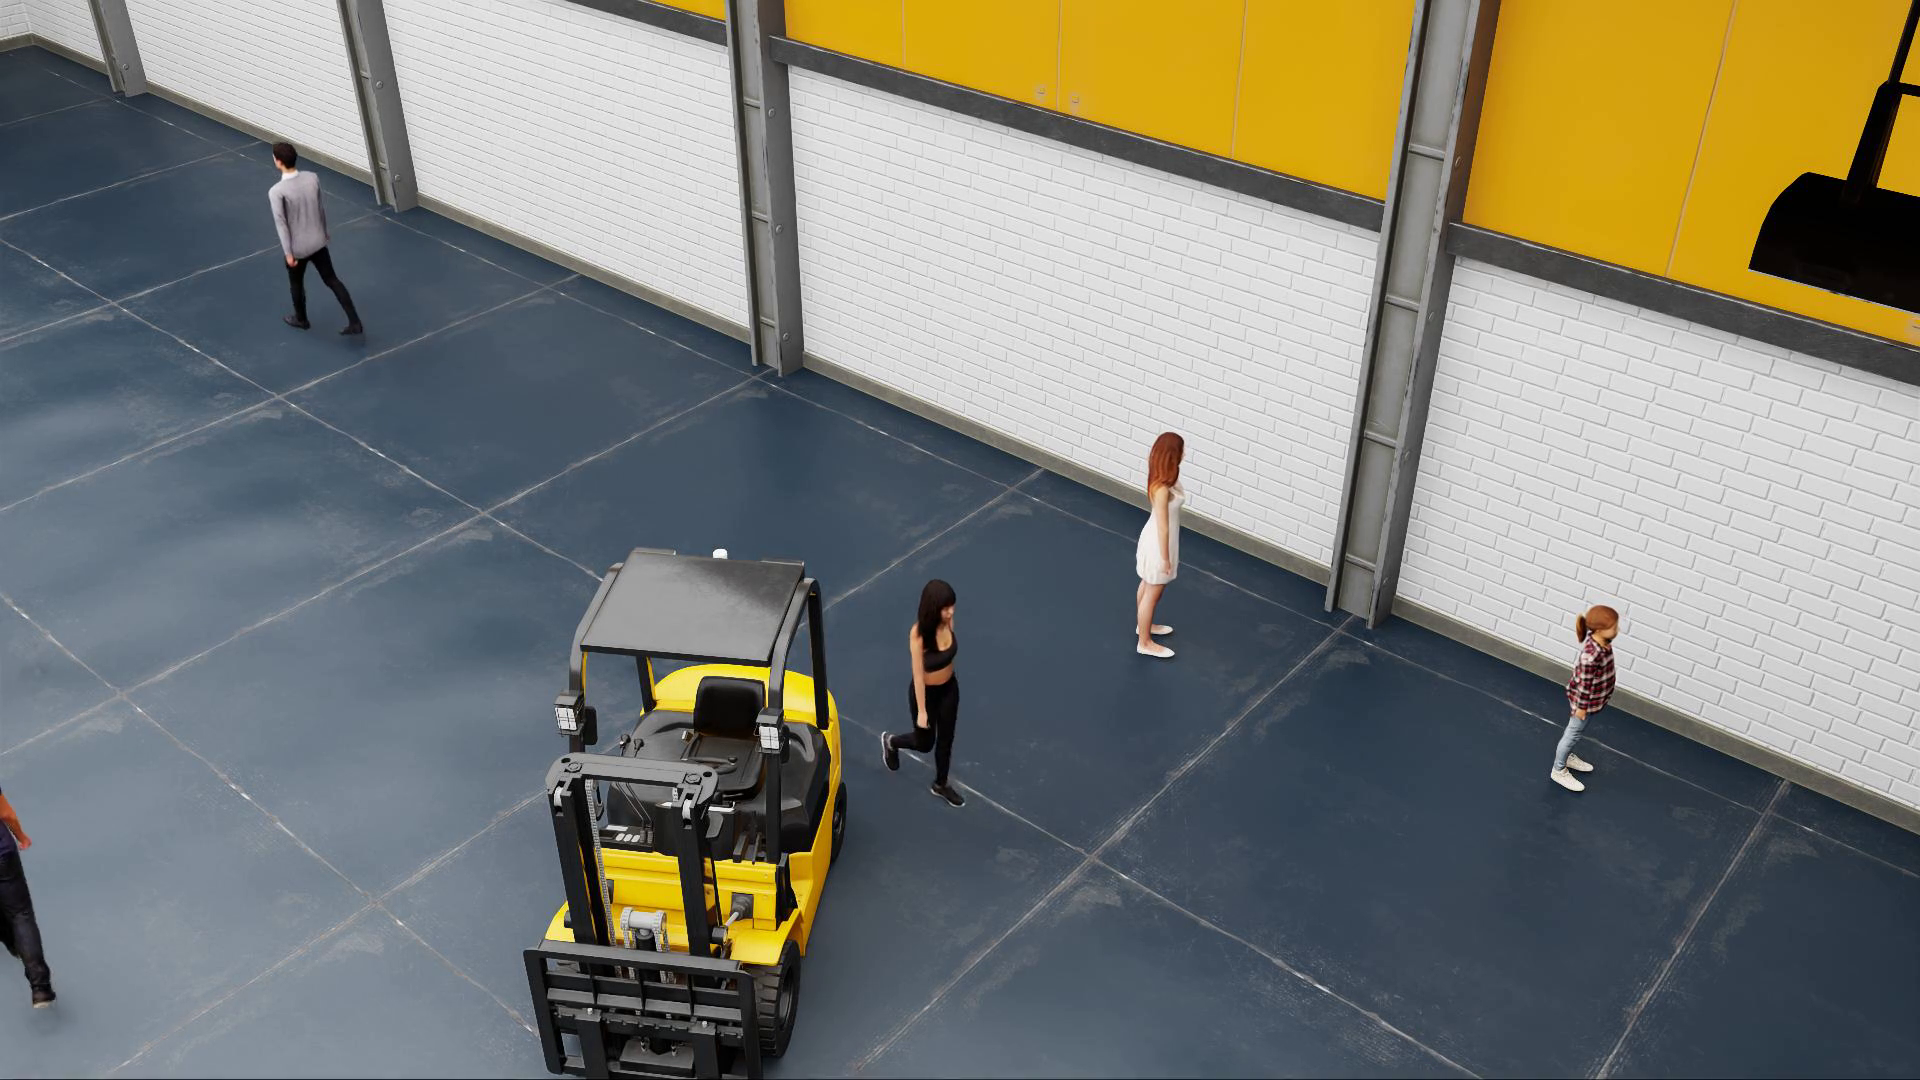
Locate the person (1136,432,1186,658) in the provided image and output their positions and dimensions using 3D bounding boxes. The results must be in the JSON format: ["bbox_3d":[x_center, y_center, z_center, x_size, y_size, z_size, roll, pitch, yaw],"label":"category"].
[{"bbox_3d":[1.357,0.014,11.385,0.685,1.707,0.647,3,34,5],"label":"person"}]

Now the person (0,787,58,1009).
[{"bbox_3d":[-5.135,1.731,8.752,0.917,1.761,1.209,-17,37,-23],"label":"person"}]

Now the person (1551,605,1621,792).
[{"bbox_3d":[3.888,0.950,10.339,0.560,1.305,0.551,20,38,27],"label":"person"}]

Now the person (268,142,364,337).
[{"bbox_3d":[-5.952,-2.715,15.324,1.272,1.892,0.839,19,38,26],"label":"person"}]

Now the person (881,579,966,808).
[{"bbox_3d":[-0.228,0.907,10.110,0.865,1.631,0.564,27,42,34],"label":"person"}]
